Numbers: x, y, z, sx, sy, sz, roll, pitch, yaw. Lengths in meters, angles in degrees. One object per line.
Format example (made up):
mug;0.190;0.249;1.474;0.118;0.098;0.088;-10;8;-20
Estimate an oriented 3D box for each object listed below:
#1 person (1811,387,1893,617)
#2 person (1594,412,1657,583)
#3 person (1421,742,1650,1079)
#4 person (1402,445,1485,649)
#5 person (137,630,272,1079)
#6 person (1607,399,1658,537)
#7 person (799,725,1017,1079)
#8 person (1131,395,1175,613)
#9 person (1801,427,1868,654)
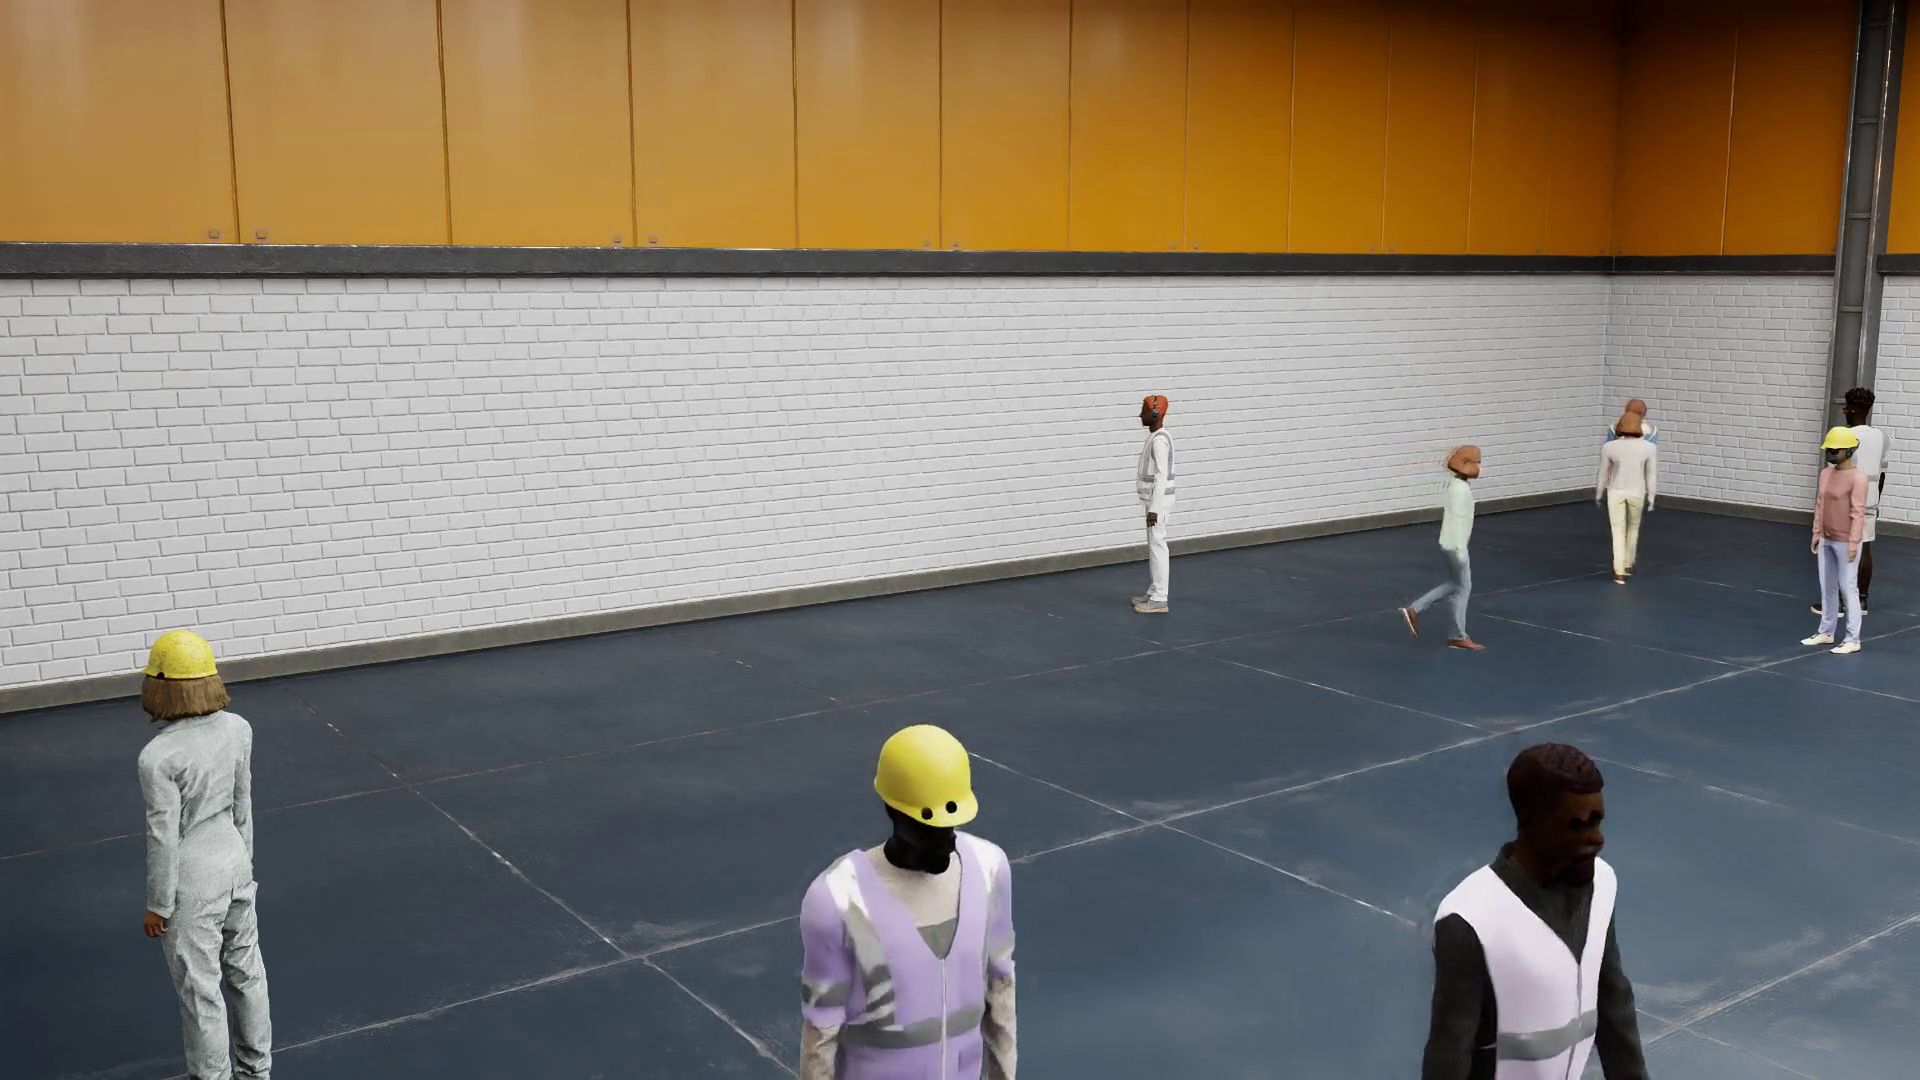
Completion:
person;7.605;-0.320;14.190;0.606;1.966;0.367;-3;10;-17
person;6.338;-0.420;15.887;0.522;1.603;0.715;2;9;13
person;1.391;1.387;3.955;0.608;1.864;1.005;-8;12;-41
person;3.814;0.052;12.984;0.558;1.613;0.498;2;9;13
person;-2.619;1.166;5.711;0.297;1.744;0.487;2;9;13
person;7.110;-0.700;17.661;0.523;1.595;0.855;3;10;19
person;-0.158;1.341;4.199;0.581;1.884;0.926;-7;11;-35
person;1.684;-0.315;14.411;0.351;1.883;0.577;1;9;4
person;6.787;-0.002;12.883;0.359;1.757;0.521;-1;9;-8
